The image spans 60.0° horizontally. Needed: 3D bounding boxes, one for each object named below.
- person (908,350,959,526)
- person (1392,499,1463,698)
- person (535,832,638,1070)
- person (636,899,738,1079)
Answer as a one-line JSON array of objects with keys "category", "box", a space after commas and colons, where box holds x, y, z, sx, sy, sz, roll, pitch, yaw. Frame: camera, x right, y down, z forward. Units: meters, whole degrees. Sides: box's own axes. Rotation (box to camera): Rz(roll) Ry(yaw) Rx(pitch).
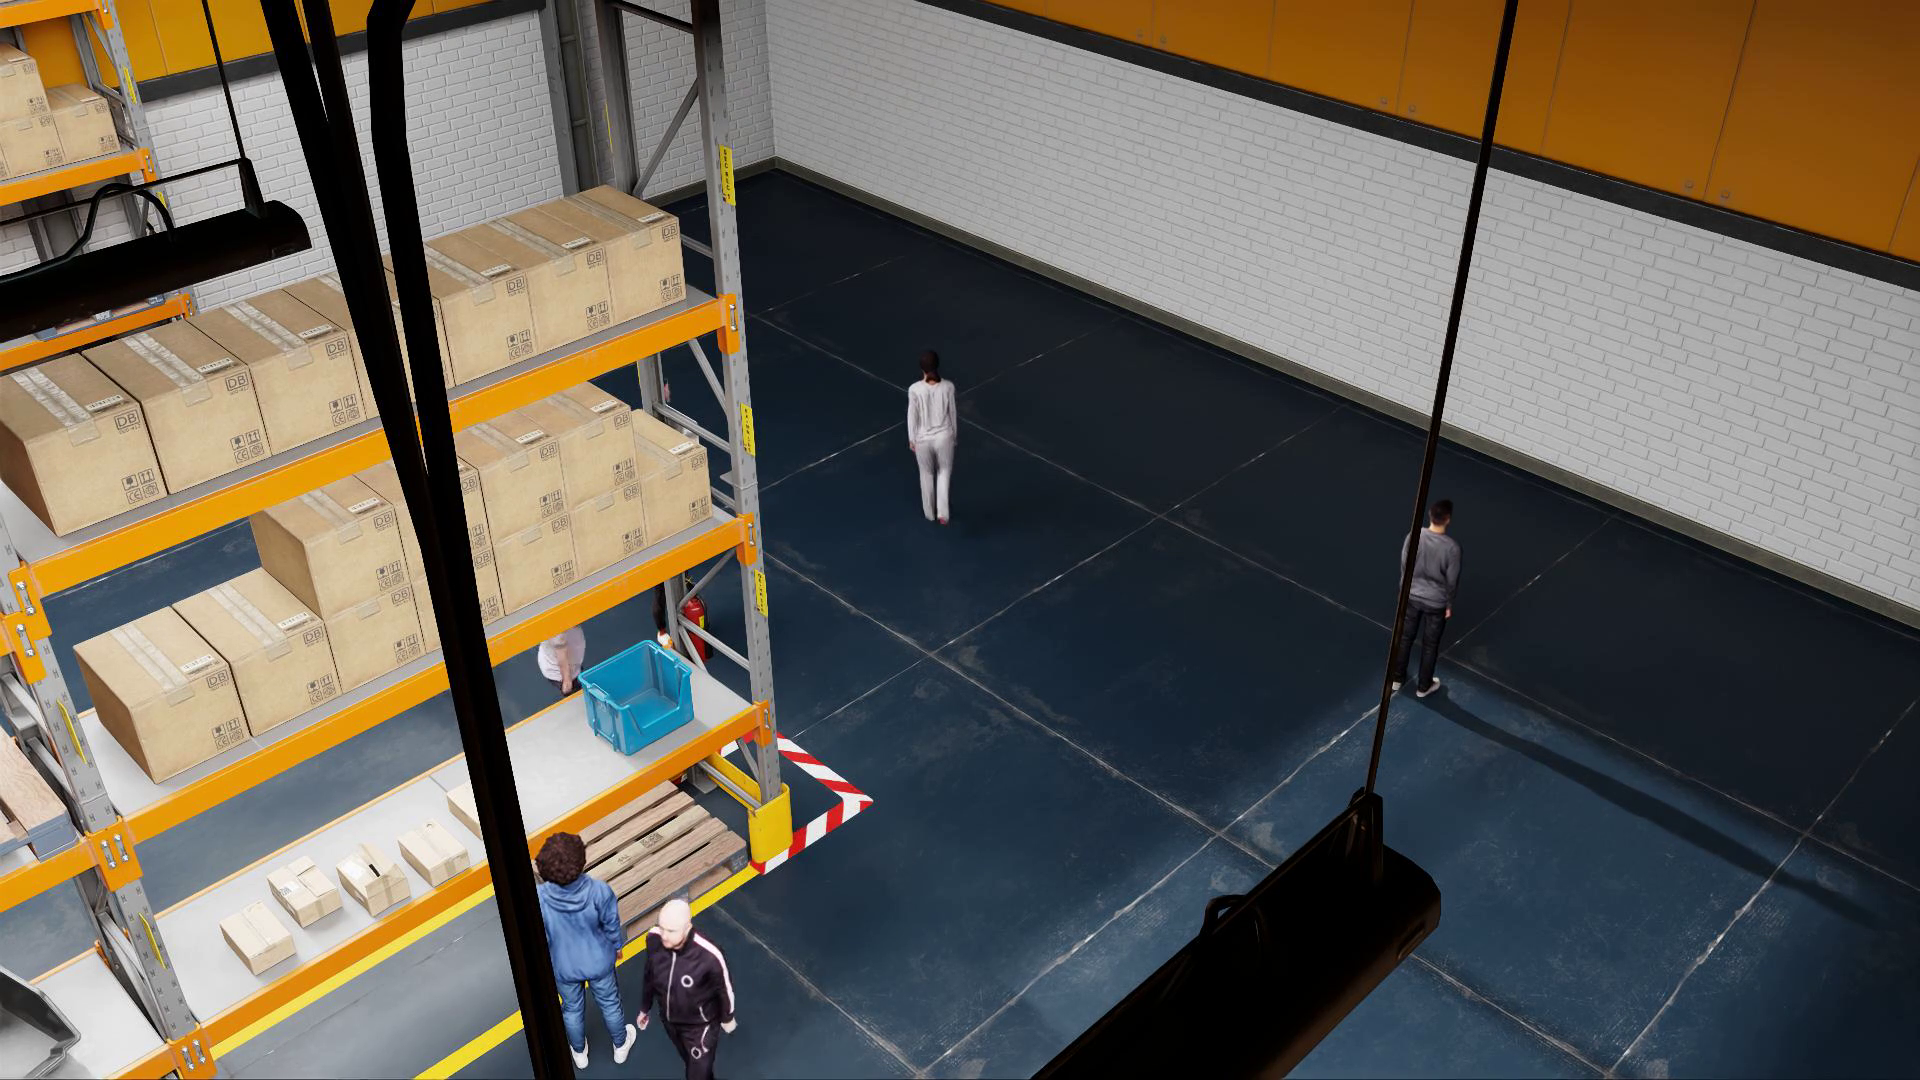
[{"category": "person", "box": [-0.227, -0.865, 14.919, 0.867, 1.759, 0.913, -3, 34, -4]}, {"category": "person", "box": [3.626, 0.450, 12.940, 0.656, 1.760, 0.604, 20, 39, 28]}, {"category": "person", "box": [-2.251, 2.450, 9.885, 0.730, 1.811, 0.822, -4, 34, -6]}, {"category": "person", "box": [-1.491, 2.668, 9.546, 0.745, 1.823, 0.728, 18, 38, 25]}]
